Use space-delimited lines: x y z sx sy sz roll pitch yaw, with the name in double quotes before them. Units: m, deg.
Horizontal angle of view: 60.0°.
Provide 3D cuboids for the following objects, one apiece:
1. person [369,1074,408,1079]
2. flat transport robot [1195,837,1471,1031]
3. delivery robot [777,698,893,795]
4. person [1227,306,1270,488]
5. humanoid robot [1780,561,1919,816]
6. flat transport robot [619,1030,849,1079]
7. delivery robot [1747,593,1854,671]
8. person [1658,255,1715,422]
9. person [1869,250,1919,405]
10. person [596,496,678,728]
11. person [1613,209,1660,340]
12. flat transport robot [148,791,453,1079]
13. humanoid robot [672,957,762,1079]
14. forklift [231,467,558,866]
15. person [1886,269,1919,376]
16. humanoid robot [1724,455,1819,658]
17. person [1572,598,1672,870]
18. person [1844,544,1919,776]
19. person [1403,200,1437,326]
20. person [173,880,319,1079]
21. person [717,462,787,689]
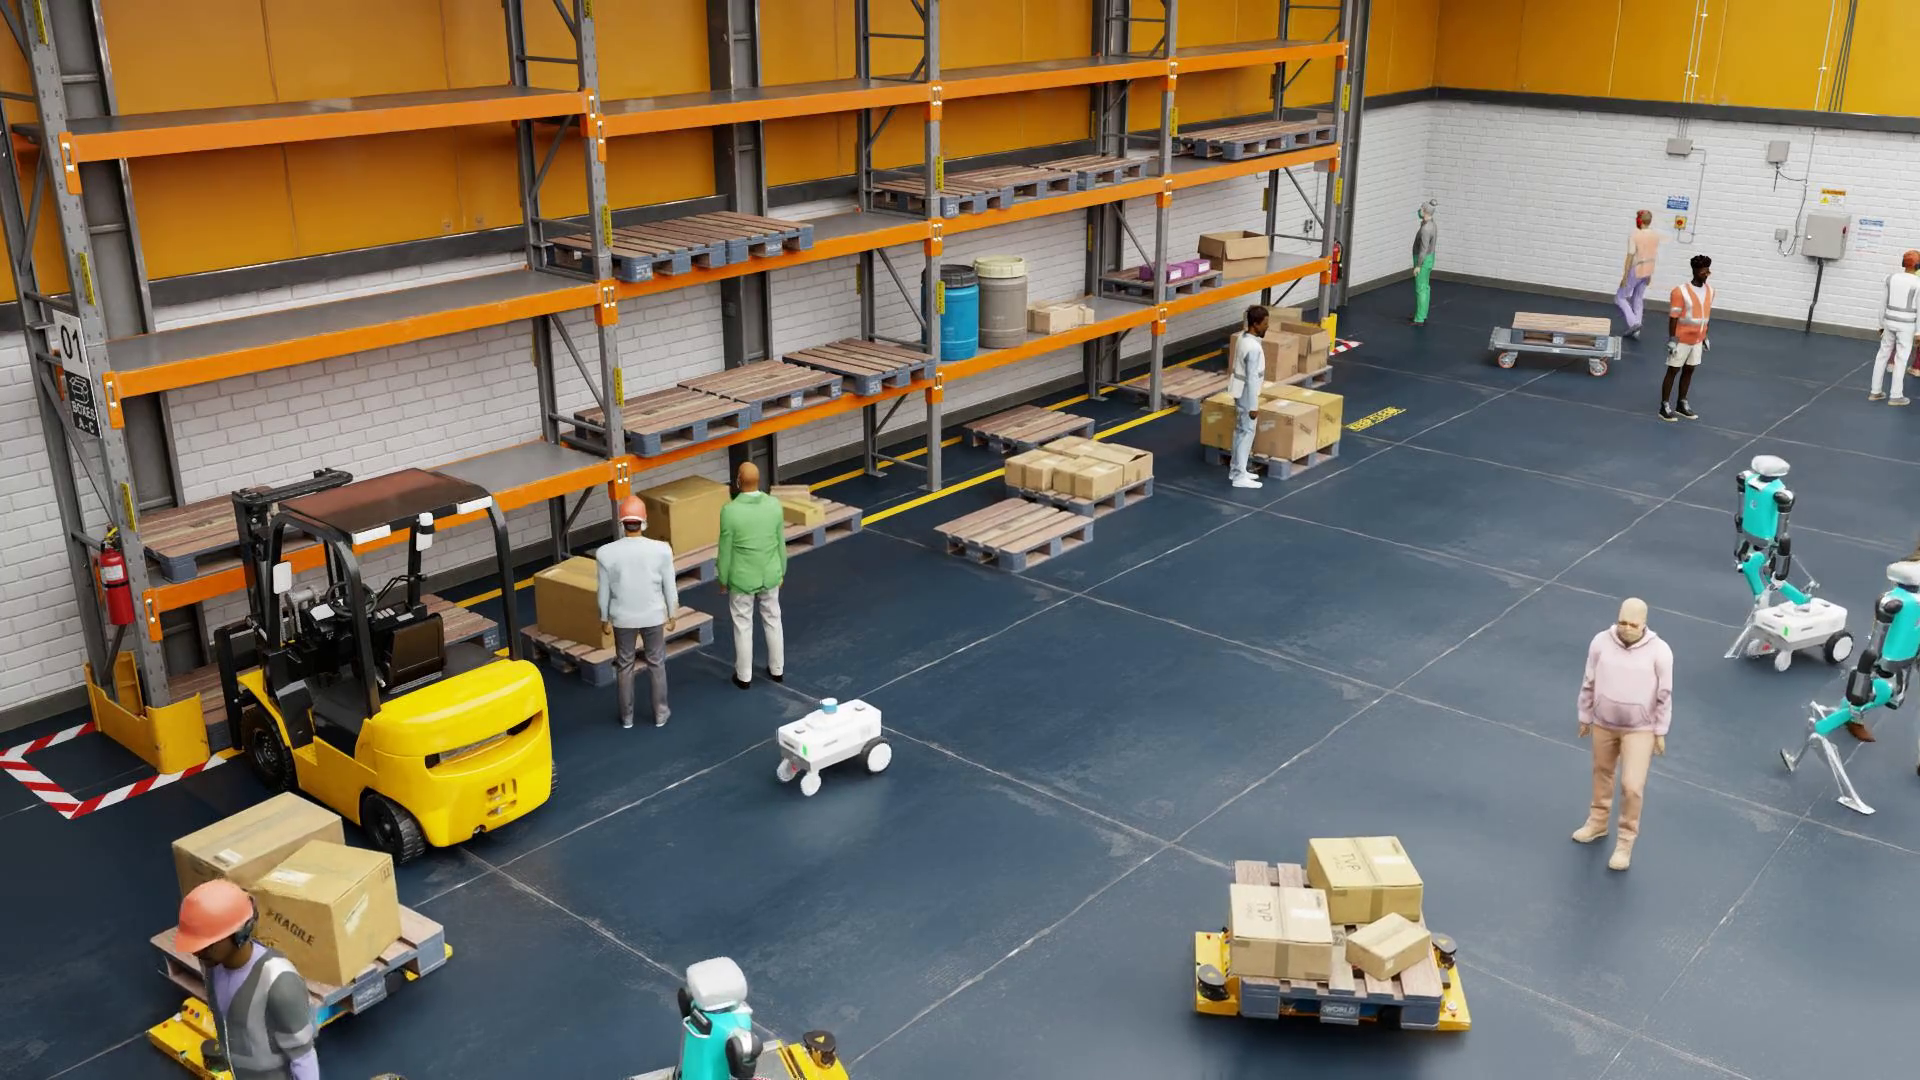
"person" -1.994 2.675 5.913 0.725 1.928 0.438 -13 24 -31
"flat transport robot" 2.017 2.374 9.119 1.431 0.231 0.659 2 20 7
"delivery robot" -0.868 1.372 11.426 0.777 0.598 0.499 -17 26 -39
"person" 2.975 -1.480 17.202 0.408 1.908 0.595 -1 20 -2
"humanoid robot" 5.853 0.903 11.028 0.538 1.785 0.966 -10 23 -26
"flat transport robot" -1.199 2.787 8.001 1.431 0.231 0.659 -9 22 -22
"delivery robot" 6.668 0.702 13.226 0.769 0.587 0.499 -9 22 -23
"person" 8.569 -2.379 19.550 0.602 1.966 0.368 -8 22 -20
"person" 11.437 -2.584 20.221 0.356 1.884 0.573 -11 23 -26
"person" -2.320 0.523 12.010 0.570 1.740 0.351 -4 21 -9
"person" 9.512 -3.716 23.364 0.596 1.827 0.463 -11 23 -27
"flat transport robot" -3.553 2.412 9.016 0.659 0.231 1.431 14 24 33
"humanoid robot" -1.184 2.540 6.543 0.845 1.746 0.553 -13 24 -32
"forklift" -3.730 0.710 10.856 2.313 2.155 1.214 17 26 38
"person" 12.416 -2.994 21.509 0.494 1.761 0.498 11 23 27
"humanoid robot" 6.382 0.184 12.979 0.788 1.792 0.560 -6 21 -17
"person" 4.068 1.165 10.262 0.551 1.755 0.575 15 25 34
"person" 6.585 0.691 11.445 0.551 1.829 0.993 -3 20 -7
"person" 6.743 -4.049 24.258 0.340 1.839 0.511 10 22 25
"person" -2.814 2.230 7.001 0.622 2.015 0.743 13 24 31
"person" -1.569 0.272 12.648 0.544 1.778 0.389 -12 24 -30
